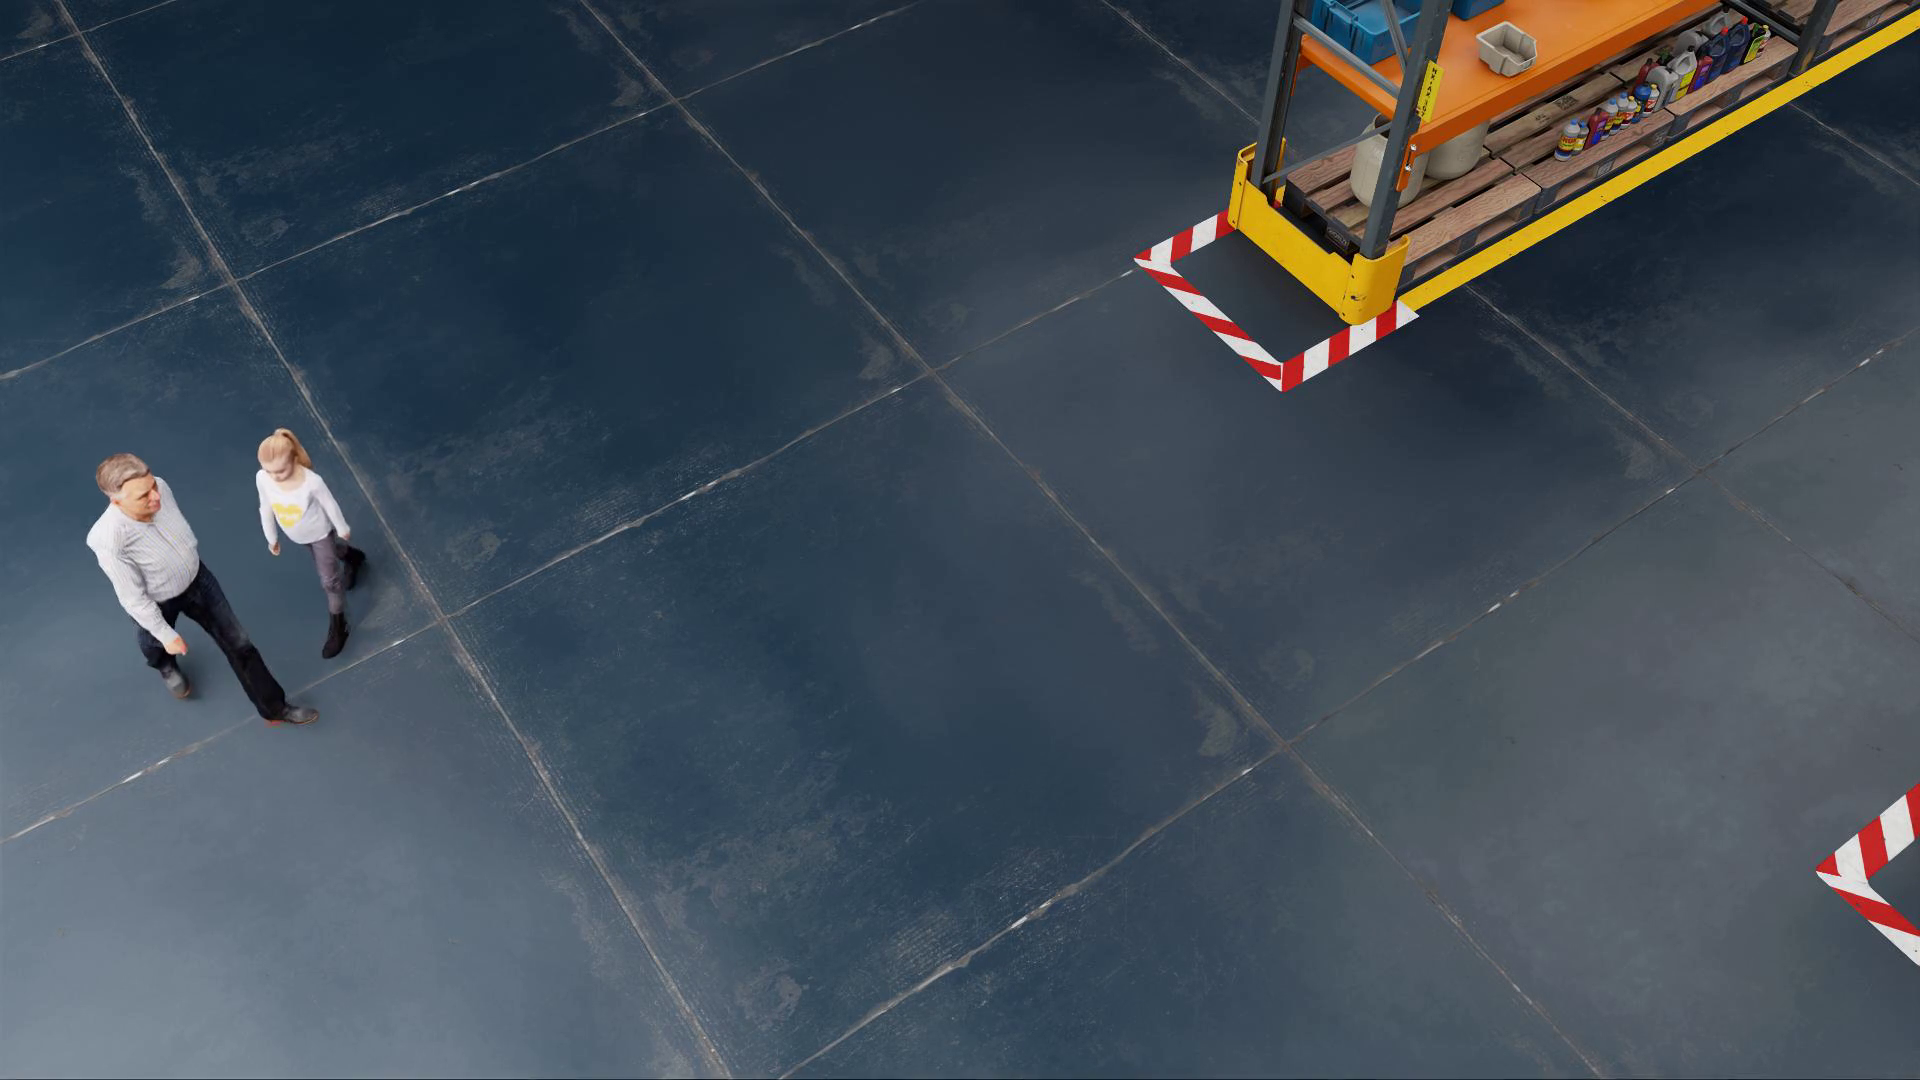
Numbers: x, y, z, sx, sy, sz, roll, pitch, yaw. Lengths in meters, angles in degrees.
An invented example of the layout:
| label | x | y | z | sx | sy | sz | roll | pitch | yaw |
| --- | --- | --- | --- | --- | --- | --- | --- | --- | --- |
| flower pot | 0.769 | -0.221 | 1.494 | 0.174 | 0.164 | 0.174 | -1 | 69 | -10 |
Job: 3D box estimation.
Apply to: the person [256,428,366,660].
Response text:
| label | x | y | z | sx | sy | sz | roll | pitch | yaw |
| --- | --- | --- | --- | --- | --- | --- | --- | --- | --- |
| person | -3.114 | -0.099 | 8.012 | 0.832 | 1.252 | 0.916 | 9 | 53 | 7 |

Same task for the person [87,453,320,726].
| label | x | y | z | sx | sy | sz | roll | pitch | yaw |
| --- | --- | --- | --- | --- | --- | --- | --- | --- | --- |
| person | -3.598 | 0.204 | 7.453 | 1.159 | 1.764 | 1.224 | 19 | 55 | 14 |
